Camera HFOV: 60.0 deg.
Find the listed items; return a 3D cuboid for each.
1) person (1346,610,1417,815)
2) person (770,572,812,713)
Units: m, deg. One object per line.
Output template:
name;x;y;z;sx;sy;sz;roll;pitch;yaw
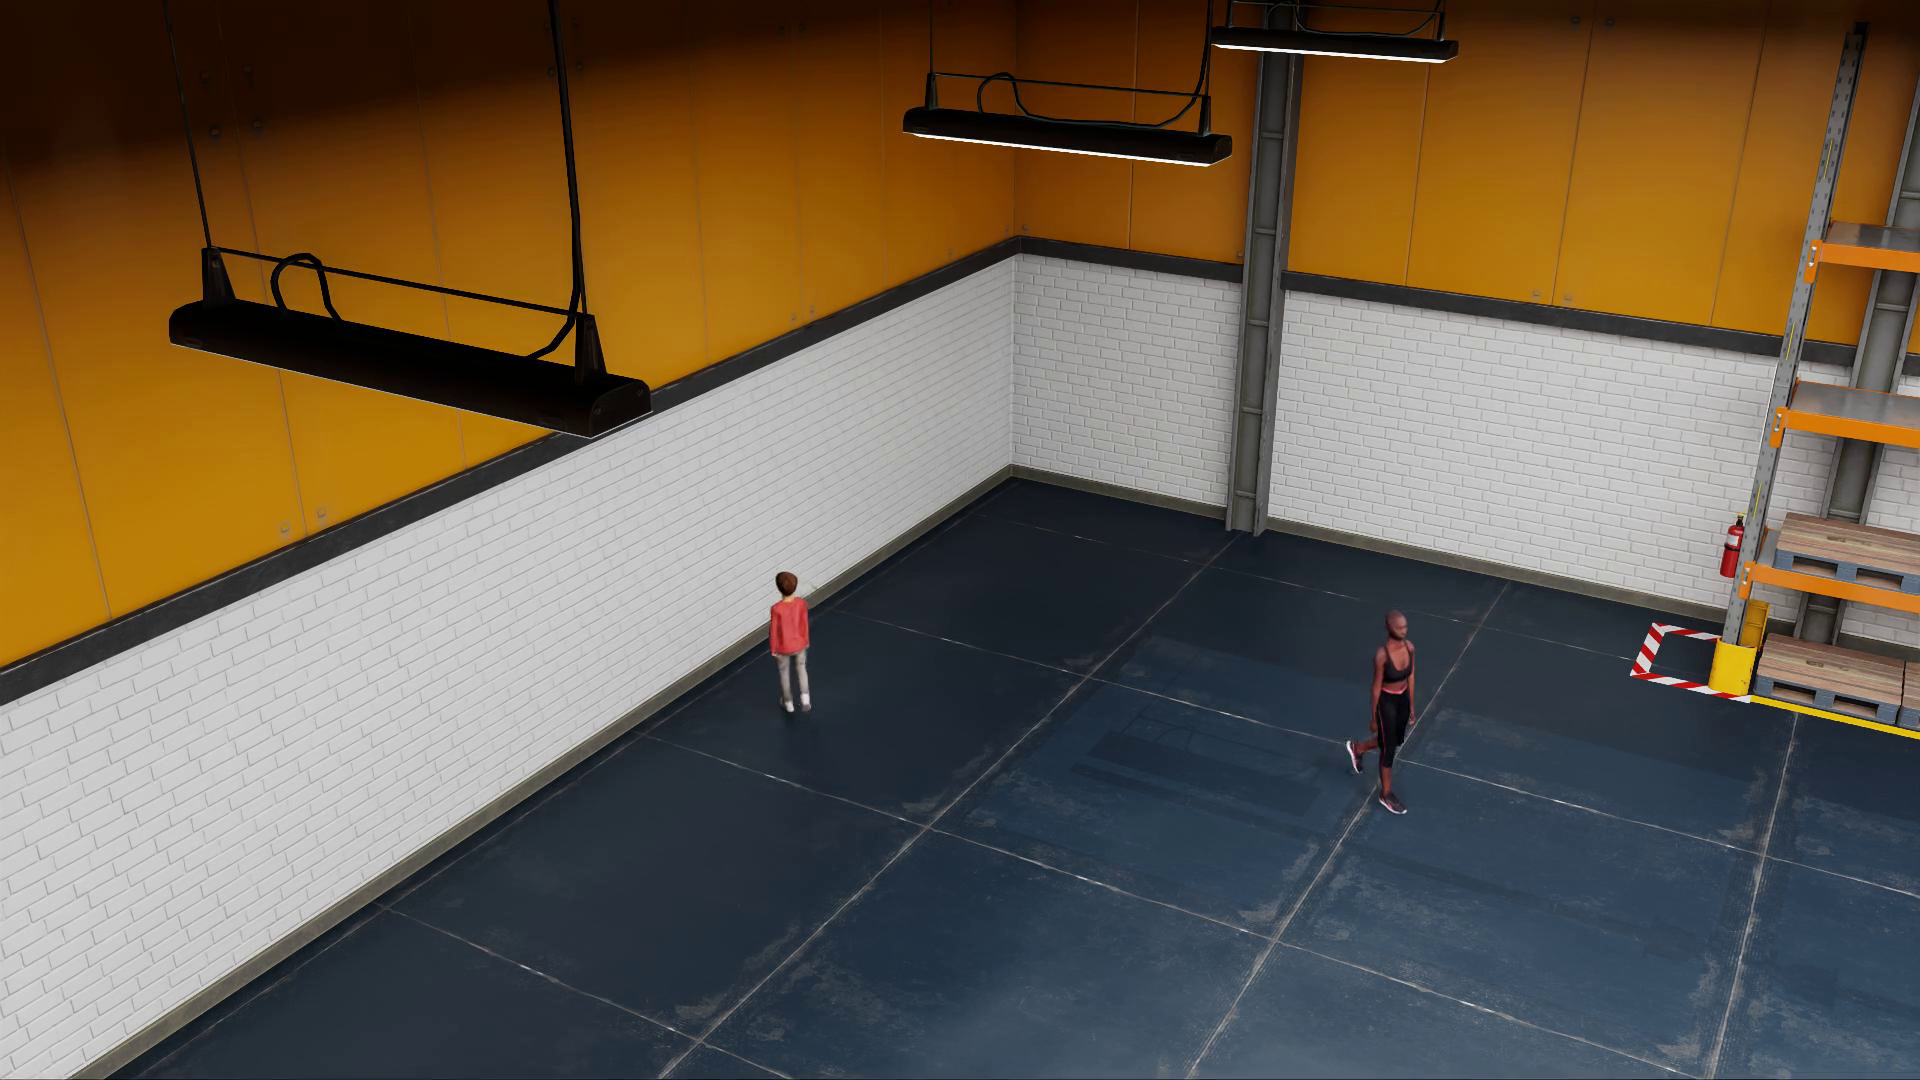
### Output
person;3.512;1.353;13.782;0.872;1.743;1.084;-14;27;-30
person;-1.517;0.959;15.097;0.717;1.412;0.802;-11;26;-23
